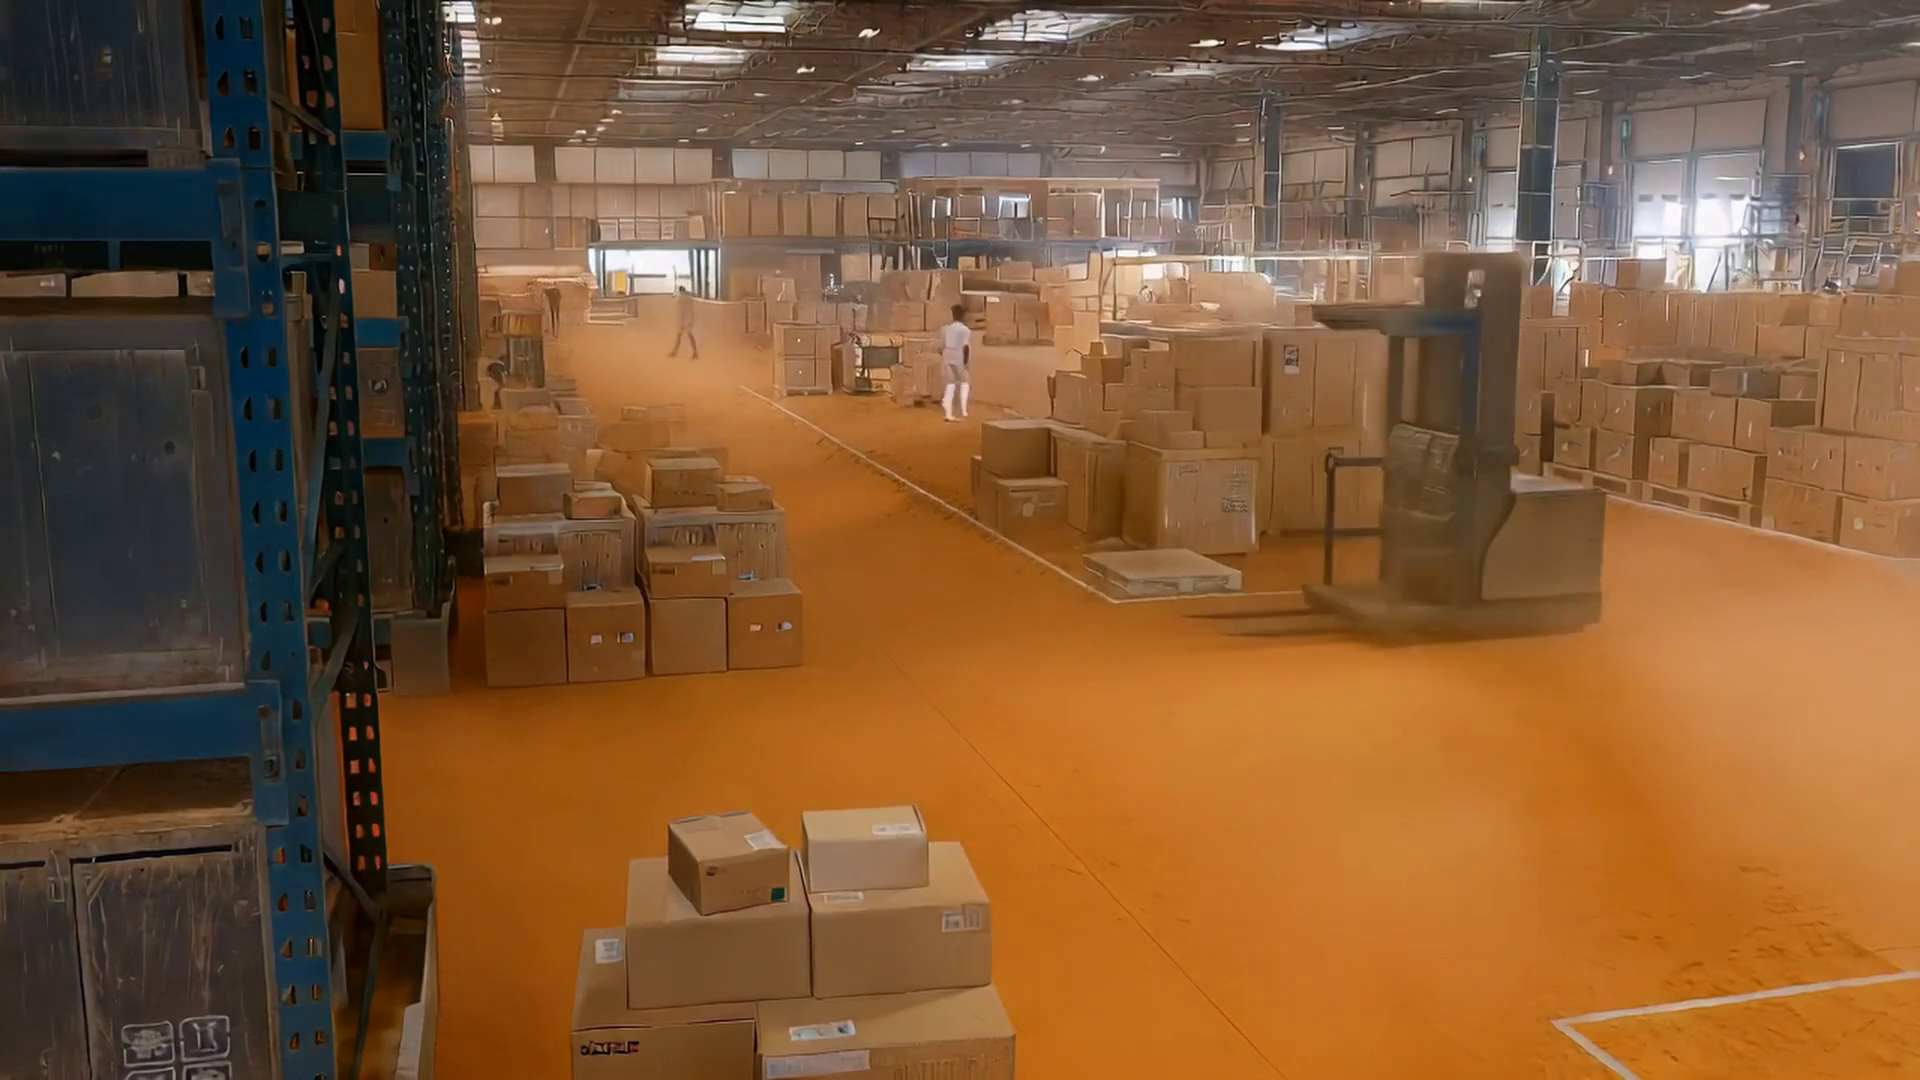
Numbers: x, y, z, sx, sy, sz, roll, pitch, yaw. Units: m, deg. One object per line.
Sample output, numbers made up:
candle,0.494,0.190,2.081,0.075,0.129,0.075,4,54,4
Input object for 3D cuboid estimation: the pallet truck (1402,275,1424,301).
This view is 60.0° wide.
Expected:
pallet truck,14.620,-7.324,52.145,0.823,1.965,1.885,8,13,40

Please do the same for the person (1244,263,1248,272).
person,15.919,-14.372,92.134,0.661,1.960,0.863,6,11,29

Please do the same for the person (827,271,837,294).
person,-4.411,-8.287,57.500,0.392,2.033,0.605,1,10,4

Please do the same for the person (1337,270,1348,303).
person,15.391,-9.869,66.745,0.642,1.923,0.662,6,11,29

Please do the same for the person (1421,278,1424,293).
person,19.733,-10.484,70.279,0.548,1.914,0.673,5,11,25

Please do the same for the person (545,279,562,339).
person,-12.706,-7.217,51.956,0.531,1.857,0.623,-2,10,-11

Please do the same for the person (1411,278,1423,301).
person,14.881,-7.597,54.132,0.429,1.844,0.625,2,10,9

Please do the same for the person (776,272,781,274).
person,-7.143,-9.603,65.431,0.507,1.865,0.329,9,14,43

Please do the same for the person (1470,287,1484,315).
person,13.311,-5.572,42.719,0.512,1.828,0.785,6,12,32

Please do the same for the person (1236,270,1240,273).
person,11.443,-10.307,69.306,0.638,1.911,0.923,-8,13,-37

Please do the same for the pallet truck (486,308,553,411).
pallet truck,-6.242,-2.418,24.362,0.823,1.965,1.885,1,10,3

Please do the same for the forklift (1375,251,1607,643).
forklift,3.784,-0.750,12.420,1.873,2.768,1.129,-3,10,-15

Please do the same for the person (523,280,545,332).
person,-13.682,-7.425,53.264,0.668,1.811,0.599,-1,10,-8

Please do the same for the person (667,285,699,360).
person,-7.022,-5.528,42.289,0.970,1.882,0.550,8,13,37

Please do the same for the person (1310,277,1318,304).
person,12.970,-8.769,61.048,0.295,1.744,0.485,0,10,-1

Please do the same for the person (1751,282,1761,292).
person,22.111,-6.252,46.441,0.983,1.881,0.554,-9,13,-41

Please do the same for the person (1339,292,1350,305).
person,7.925,-4.200,34.699,0.398,1.912,0.590,-4,11,-20

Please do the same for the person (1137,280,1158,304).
person,5.474,-6.664,48.728,0.606,1.892,0.561,3,10,15

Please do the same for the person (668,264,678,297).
person,-16.316,-14.765,94.598,0.587,1.882,0.341,-2,10,-12

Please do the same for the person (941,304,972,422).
person,-0.071,-2.895,27.265,0.623,1.917,0.720,7,12,34

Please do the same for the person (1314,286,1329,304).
person,10.627,-6.635,49.096,0.317,1.695,0.540,-8,13,-38

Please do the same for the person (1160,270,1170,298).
person,8.411,-10.161,68.438,0.382,1.917,0.585,5,11,25

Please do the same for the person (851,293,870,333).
person,-2.562,-5.515,42.788,0.534,1.686,0.319,-7,12,-36
